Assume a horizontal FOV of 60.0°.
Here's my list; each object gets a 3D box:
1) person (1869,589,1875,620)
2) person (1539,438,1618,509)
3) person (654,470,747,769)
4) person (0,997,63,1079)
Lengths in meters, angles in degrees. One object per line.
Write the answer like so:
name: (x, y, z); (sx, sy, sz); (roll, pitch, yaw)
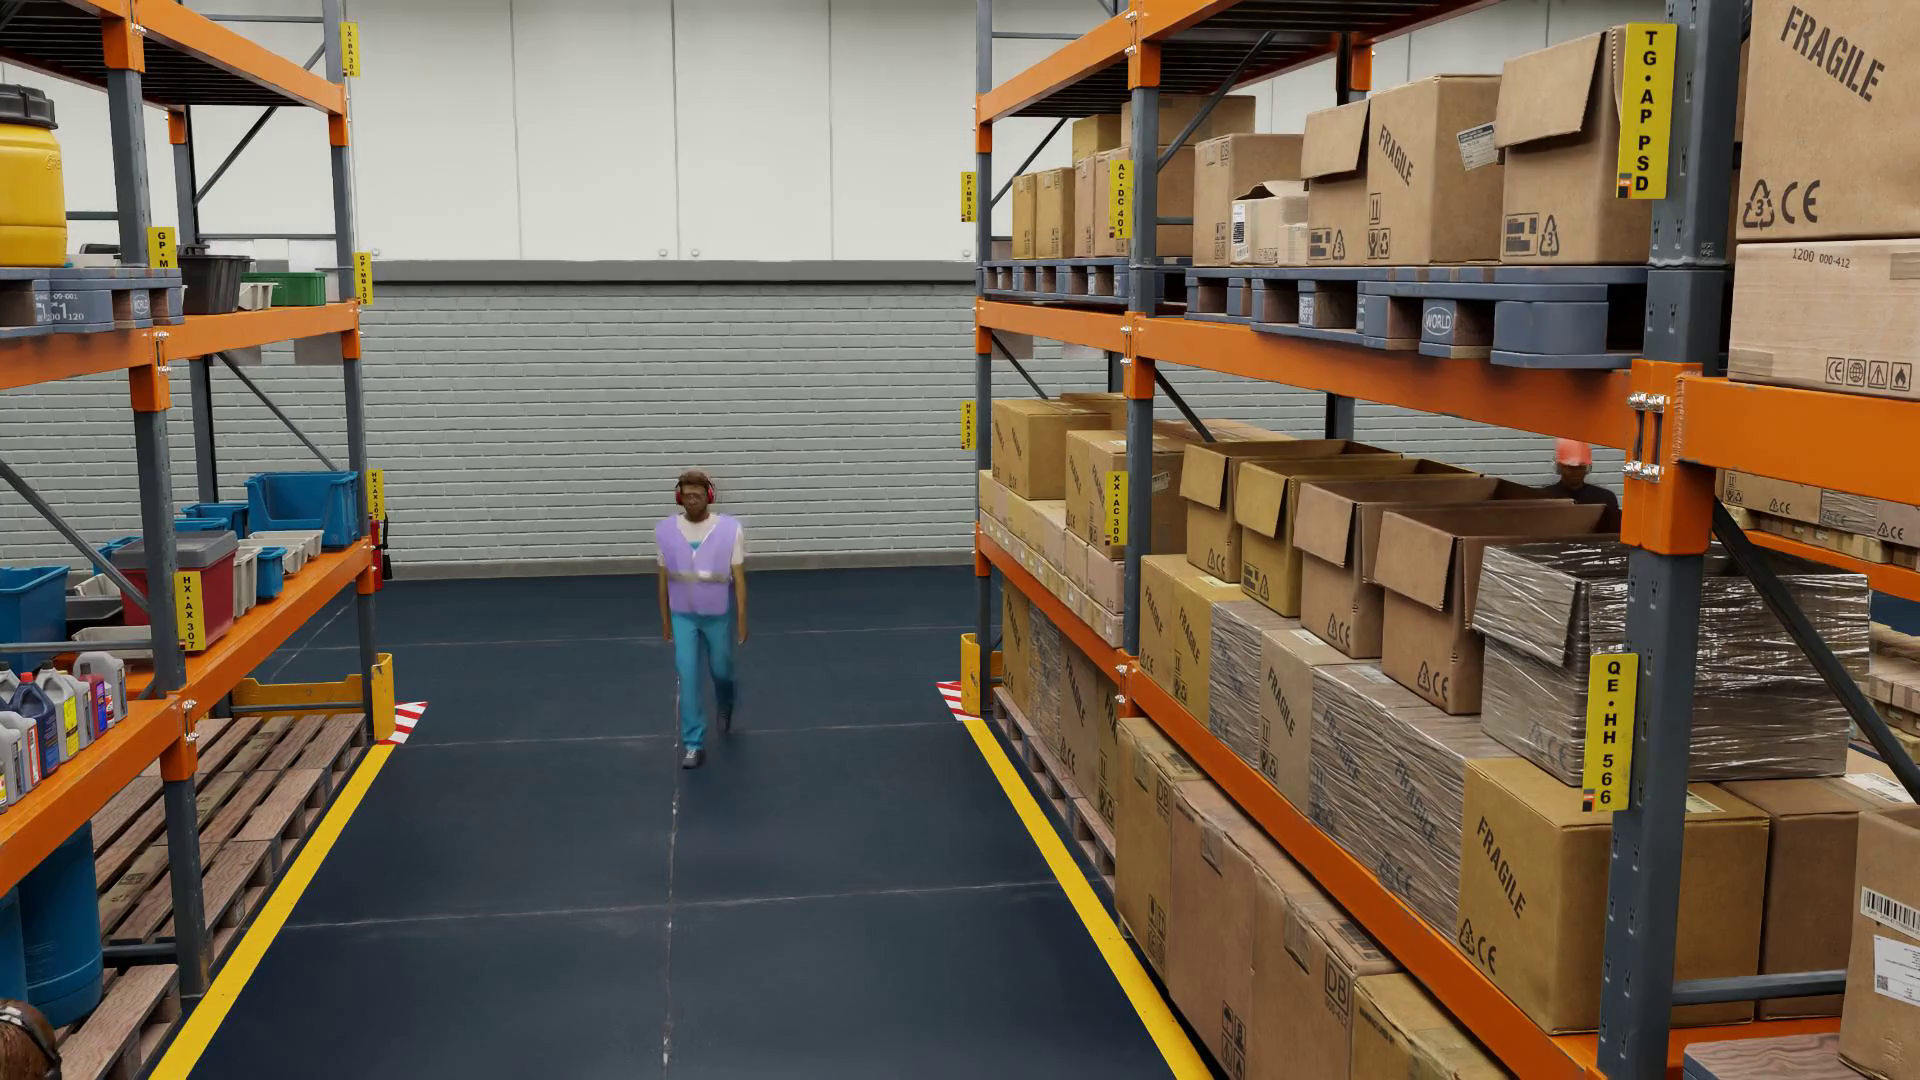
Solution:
person: (6.193, 0.244, 11.563); (0.510, 1.860, 0.334); (-4, 10, -25)
person: (4.086, 0.277, 11.100); (0.625, 1.942, 1.012); (1, 9, 4)
person: (-1.601, 0.451, 10.392); (0.582, 1.823, 0.789); (0, 9, 2)
person: (-1.588, 1.666, 2.946); (0.649, 1.813, 0.808); (-1, 9, -7)
